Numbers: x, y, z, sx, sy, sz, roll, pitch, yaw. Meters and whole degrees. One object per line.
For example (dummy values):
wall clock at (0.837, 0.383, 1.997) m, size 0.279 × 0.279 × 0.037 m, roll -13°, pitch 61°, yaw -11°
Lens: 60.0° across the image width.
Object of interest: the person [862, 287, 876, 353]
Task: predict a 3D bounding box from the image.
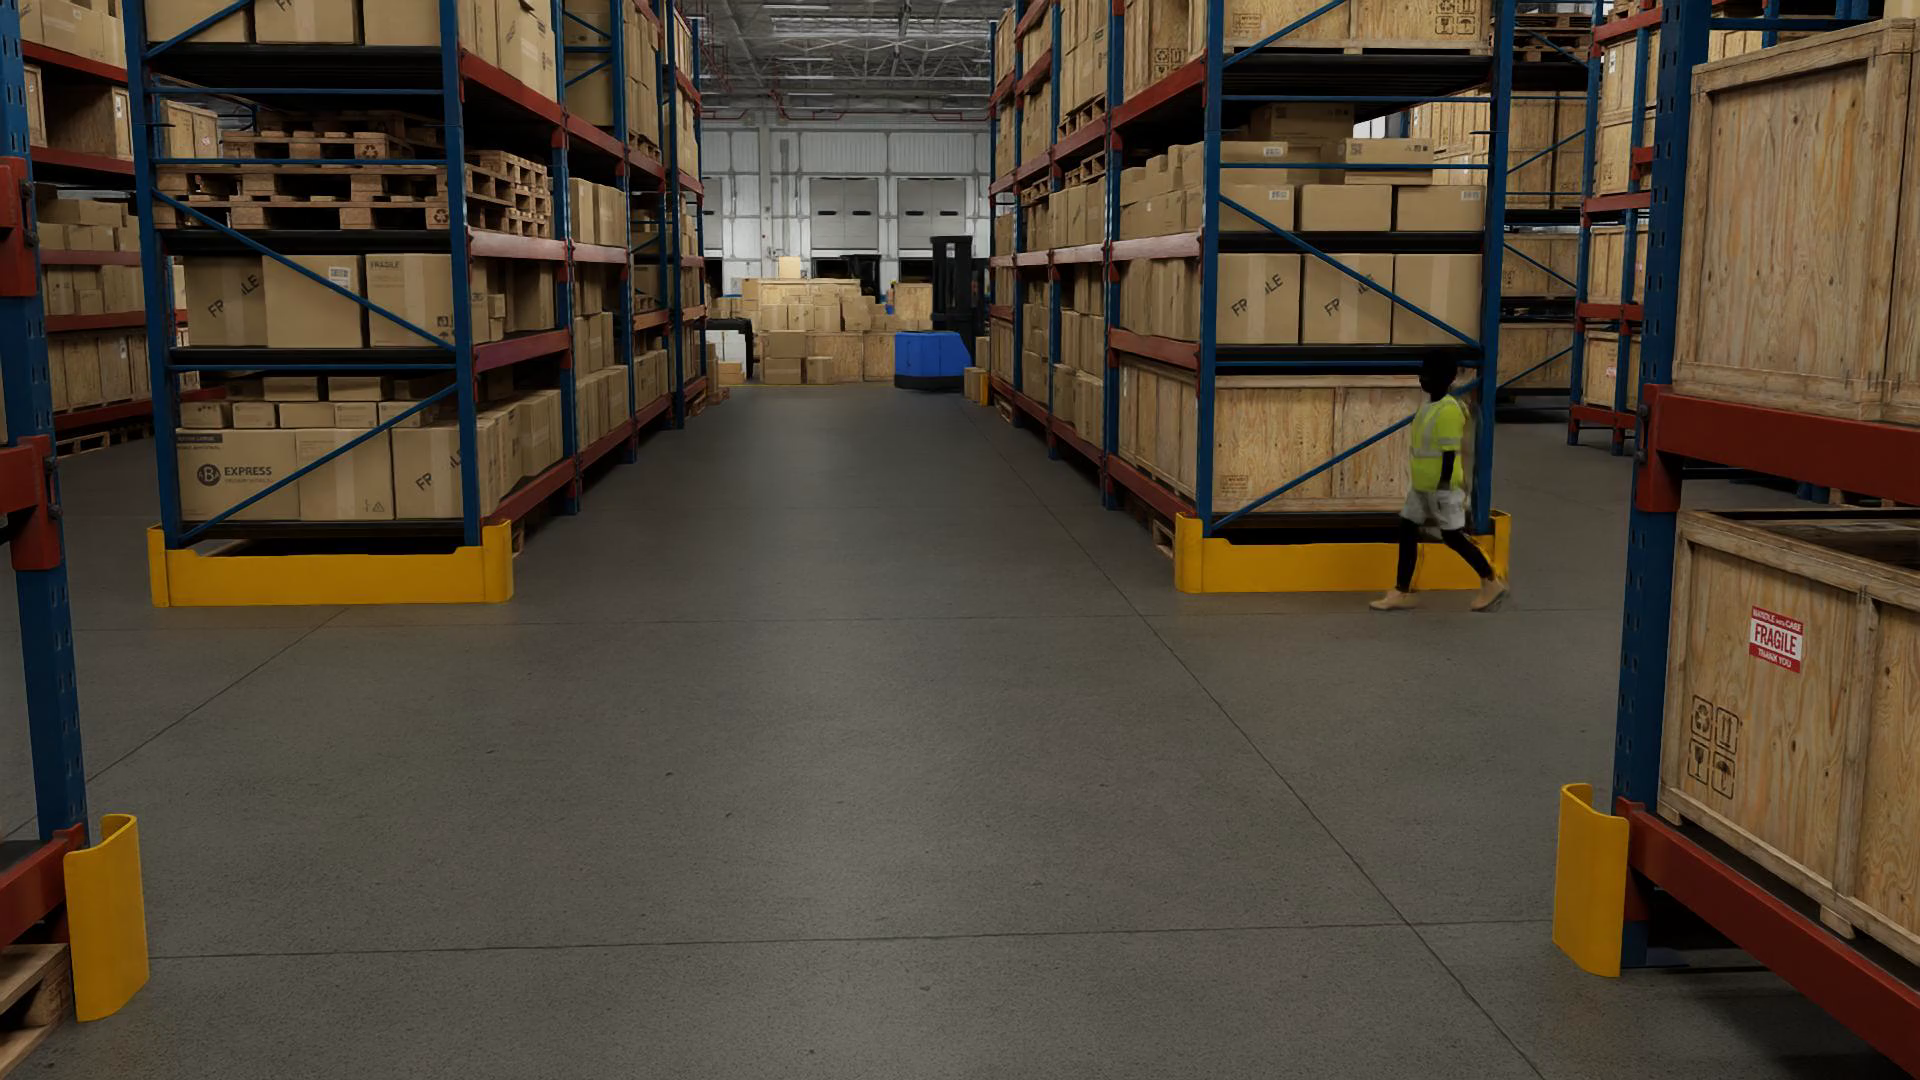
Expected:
person at (-2.050, -4.851, 38.030) m, size 0.429 × 1.846 × 0.633 m, roll -5°, pitch 10°, yaw -27°

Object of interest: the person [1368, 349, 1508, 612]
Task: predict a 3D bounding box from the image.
person at (3.037, -0.359, 10.393) m, size 0.817 × 1.668 × 0.537 m, roll -1°, pitch 9°, yaw -5°

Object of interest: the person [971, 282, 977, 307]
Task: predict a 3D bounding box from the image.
person at (0.248, -3.888, 31.516) m, size 0.395 × 1.993 × 0.614 m, roll -4°, pitch 10°, yaw -23°

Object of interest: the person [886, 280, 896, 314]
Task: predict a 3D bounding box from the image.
person at (-2.521, -8.780, 62.445) m, size 0.589 × 1.928 × 0.386 m, roll 7°, pitch 11°, yaw 37°

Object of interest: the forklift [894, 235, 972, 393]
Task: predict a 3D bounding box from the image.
forklift at (-0.175, -4.124, 30.223) m, size 1.873 × 2.768 × 1.129 m, roll -6°, pitch 11°, yaw -33°

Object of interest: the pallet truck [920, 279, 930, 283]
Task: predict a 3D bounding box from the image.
pallet truck at (-0.932, -8.922, 63.114) m, size 1.885 × 1.965 × 0.823 m, roll 2°, pitch 9°, yaw 13°

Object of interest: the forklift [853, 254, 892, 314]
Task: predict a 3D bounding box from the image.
forklift at (-3.158, -8.349, 56.753) m, size 1.129 × 2.768 × 1.873 m, roll -5°, pitch 10°, yaw -30°
